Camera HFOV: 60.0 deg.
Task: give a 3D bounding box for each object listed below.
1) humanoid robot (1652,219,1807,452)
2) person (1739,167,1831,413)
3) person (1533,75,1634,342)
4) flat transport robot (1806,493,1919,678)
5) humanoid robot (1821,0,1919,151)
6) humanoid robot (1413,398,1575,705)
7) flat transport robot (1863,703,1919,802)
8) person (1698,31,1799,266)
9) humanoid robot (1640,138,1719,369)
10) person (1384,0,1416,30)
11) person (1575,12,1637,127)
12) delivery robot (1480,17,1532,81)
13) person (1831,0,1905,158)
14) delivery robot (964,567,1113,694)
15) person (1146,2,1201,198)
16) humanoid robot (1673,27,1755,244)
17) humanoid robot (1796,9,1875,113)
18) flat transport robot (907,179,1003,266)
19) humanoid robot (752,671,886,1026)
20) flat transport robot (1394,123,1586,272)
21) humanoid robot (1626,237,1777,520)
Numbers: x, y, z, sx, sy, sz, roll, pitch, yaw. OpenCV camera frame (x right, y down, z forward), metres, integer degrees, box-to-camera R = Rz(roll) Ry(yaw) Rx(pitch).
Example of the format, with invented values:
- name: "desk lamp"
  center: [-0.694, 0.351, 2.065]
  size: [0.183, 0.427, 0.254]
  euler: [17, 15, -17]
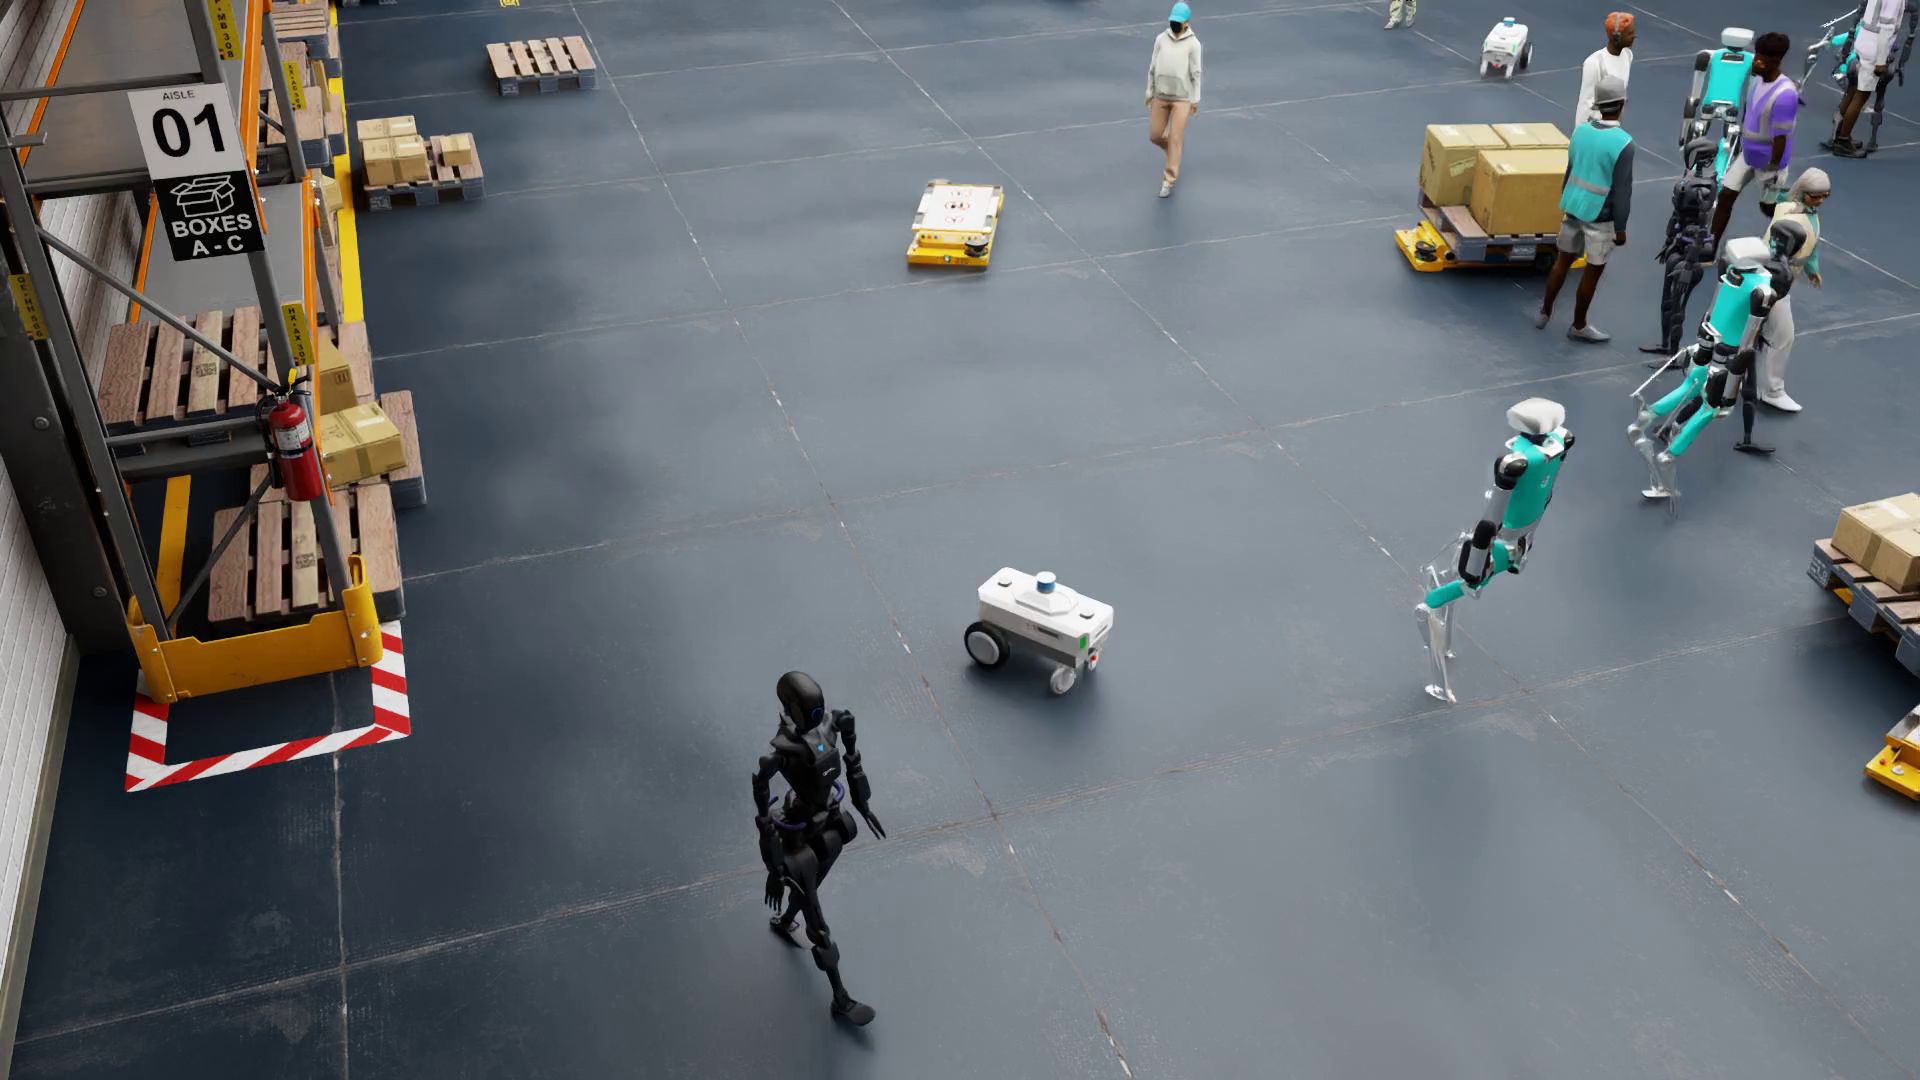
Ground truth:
- name: "humanoid robot"
  center: [4.978, -1.282, 10.586]
  size: [0.732, 1.637, 0.616]
  euler: [23, 40, 31]
- name: "person"
  center: [5.559, -1.687, 11.133]
  size: [0.720, 1.678, 0.501]
  euler: [17, 37, 24]
- name: "person"
  center: [4.509, -2.356, 11.966]
  size: [0.405, 1.917, 0.658]
  euler: [-15, 36, -21]
- name: "flat transport robot"
  center: [5.435, 0.498, 9.095]
  size: [0.659, 0.231, 1.431]
  euler: [-5, 33, -8]
- name: "humanoid robot"
  center: [8.419, -4.412, 15.339]
  size: [0.615, 1.634, 0.393]
  euler: [12, 35, 17]
- name: "humanoid robot"
  center: [2.585, 0.018, 8.515]
  size: [0.533, 1.804, 0.793]
  euler: [-25, 41, -33]
- name: "flat transport robot"
  center: [5.210, 0.977, 8.361]
  size: [1.431, 0.231, 0.659]
  euler: [-25, 41, -33]
- name: "person"
  center: [6.358, -3.031, 13.015]
  size: [0.958, 1.908, 0.606]
  euler: [-4, 33, -6]
- name: "humanoid robot"
  center: [5.070, -2.005, 11.645]
  size: [0.325, 1.650, 0.611]
  euler: [3, 33, 4]
- name: "person"
  center: [4.981, -6.650, 18.646]
  size: [0.584, 1.817, 0.454]
  euler: [26, 41, 34]
- name: "person"
  center: [5.164, -3.319, 13.470]
  size: [0.582, 1.883, 0.348]
  euler: [-25, 41, -33]
- name: "delivery robot"
  center: [5.767, -5.231, 17.598]
  size: [0.499, 0.571, 0.756]
  euler: [15, 36, 21]
- name: "person"
  center: [8.386, -4.476, 15.210]
  size: [0.381, 1.929, 0.544]
  euler: [8, 34, 12]
- name: "delivery robot"
  center: [0.435, 0.442, 8.912]
  size: [0.736, 0.586, 0.524]
  euler: [21, 38, 28]
- name: "person"
  center: [1.875, -3.868, 14.511]
  size: [0.481, 1.655, 0.574]
  euler: [16, 37, 23]
- name: "humanoid robot"
  center: [6.020, -3.091, 13.334]
  size: [0.550, 1.856, 0.743]
  euler: [12, 35, 17]
- name: "humanoid robot"
  center: [8.664, -5.039, 16.279]
  size: [1.003, 1.780, 0.530]
  euler: [5, 33, 7]
- name: "flat transport robot"
  center: [-0.023, -2.670, 13.954]
  size: [0.659, 0.231, 1.431]
  euler: [4, 33, 5]
- name: "humanoid robot"
  center: [-0.565, 1.192, 6.786]
  size: [0.787, 1.624, 0.597]
  euler: [27, 42, 35]
- name: "flat transport robot"
  center: [4.345, -2.416, 13.564]
  size: [1.431, 0.231, 0.659]
  euler: [-2, 33, -3]
- name: "humanoid robot"
  center: [4.340, -0.920, 9.978]
  size: [0.678, 1.858, 0.542]
  euler: [-2, 33, -3]
